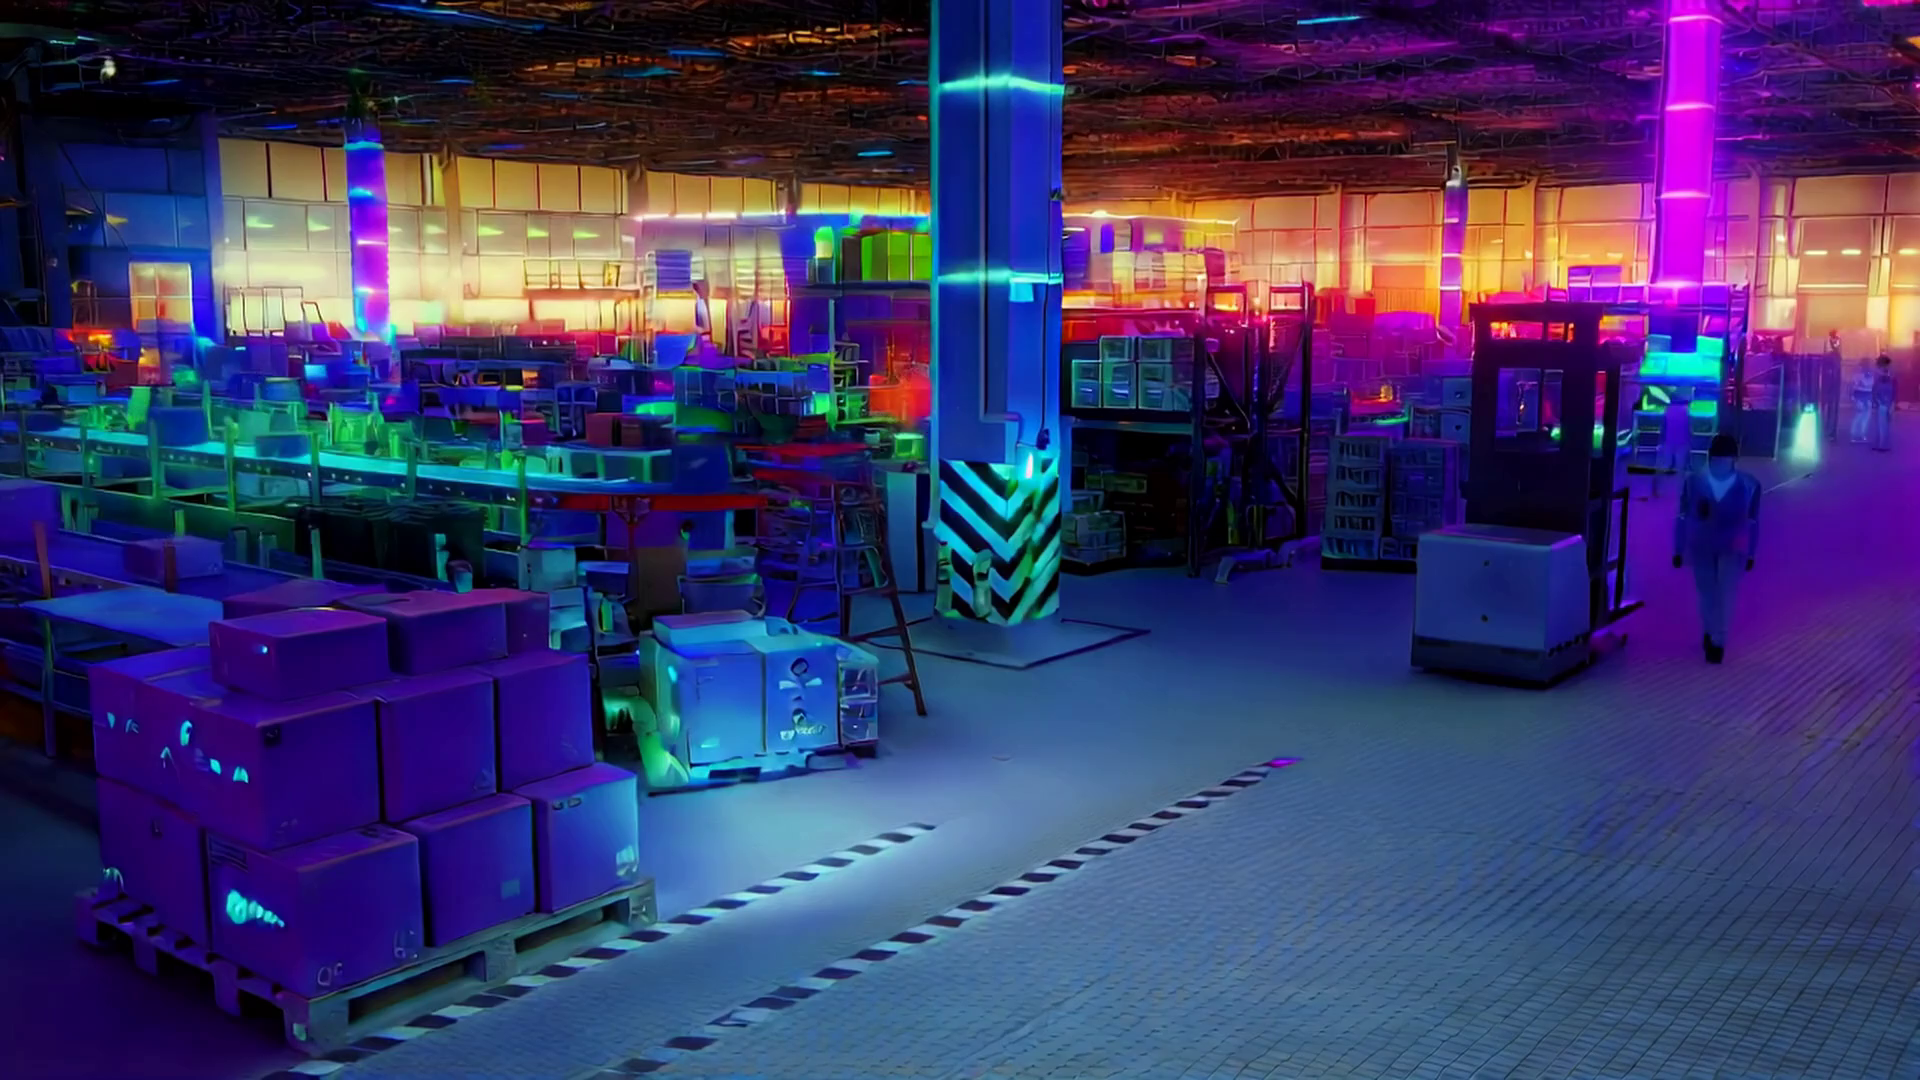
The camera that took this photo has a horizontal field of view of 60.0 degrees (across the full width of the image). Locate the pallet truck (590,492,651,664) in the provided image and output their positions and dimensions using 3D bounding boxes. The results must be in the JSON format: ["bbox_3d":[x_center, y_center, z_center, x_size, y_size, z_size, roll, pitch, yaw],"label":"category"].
[{"bbox_3d":[-3.115,0.344,12.883,0.653,1.274,1.630,7,11,37],"label":"pallet truck"}]

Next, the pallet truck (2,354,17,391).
[{"bbox_3d":[-24.881,-4.417,42.634,1.885,1.965,0.823,8,11,41],"label":"pallet truck"}]

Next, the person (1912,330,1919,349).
[{"bbox_3d":[27.811,-5.200,48.509,0.984,1.821,0.553,5,10,30],"label":"person"}]

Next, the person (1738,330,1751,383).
[{"bbox_3d":[25.293,-5.928,53.679,0.295,1.744,0.489,-2,9,-15],"label":"person"}]

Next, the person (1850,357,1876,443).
[{"bbox_3d":[17.405,-2.692,32.059,0.546,1.679,0.428,-1,9,-9],"label":"person"}]

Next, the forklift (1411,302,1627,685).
[{"bbox_3d":[4.379,-0.438,12.852,1.129,2.768,1.873,7,11,37],"label":"forklift"}]

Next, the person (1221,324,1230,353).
[{"bbox_3d":[8.511,-5.936,53.122,0.404,1.921,0.582,4,10,27],"label":"person"}]

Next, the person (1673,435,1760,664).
[{"bbox_3d":[6.018,0.052,13.256,0.605,1.784,0.952,5,10,30],"label":"person"}]

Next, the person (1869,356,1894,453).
[{"bbox_3d":[16.796,-2.466,30.293,0.344,1.756,0.518,1,9,9],"label":"person"}]

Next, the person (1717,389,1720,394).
[{"bbox_3d":[16.401,-3.362,36.470,0.548,1.719,0.893,1,8,4],"label":"person"}]

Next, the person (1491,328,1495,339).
[{"bbox_3d":[13.782,-4.542,43.517,0.393,1.986,0.610,2,9,10],"label":"person"}]

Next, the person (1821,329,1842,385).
[{"bbox_3d":[27.183,-5.694,51.919,0.519,1.792,0.954,-3,9,-19],"label":"person"}]

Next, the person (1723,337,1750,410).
[{"bbox_3d":[18.723,-3.976,40.190,0.722,1.849,0.528,2,9,16],"label":"person"}]

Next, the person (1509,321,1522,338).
[{"bbox_3d":[26.000,-9.563,77.871,0.642,1.833,0.445,-1,8,-5],"label":"person"}]

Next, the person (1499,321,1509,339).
[{"bbox_3d":[18.925,-6.666,58.001,0.356,1.937,0.552,5,10,30],"label":"person"}]

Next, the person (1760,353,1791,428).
[{"bbox_3d":[17.275,-3.126,35.092,0.534,1.653,0.866,-1,8,-5],"label":"person"}]

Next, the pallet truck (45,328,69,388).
[{"bbox_3d":[-23.775,-4.544,43.495,1.885,1.965,0.823,6,10,35],"label":"pallet truck"}]

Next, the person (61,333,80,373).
[{"bbox_3d":[-22.750,-4.363,42.663,0.660,1.878,0.655,8,12,43],"label":"person"}]

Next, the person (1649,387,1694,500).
[{"bbox_3d":[9.948,-1.333,23.157,0.700,1.608,0.504,-5,10,-33],"label":"person"}]

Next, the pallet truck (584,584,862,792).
[{"bbox_3d":[-1.426,0.805,10.019,1.601,1.201,0.680,-4,9,-26],"label":"pallet truck"}]

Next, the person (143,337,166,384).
[{"bbox_3d":[-21.500,-4.710,44.501,0.639,2.031,0.482,-2,9,-11],"label":"person"}]
